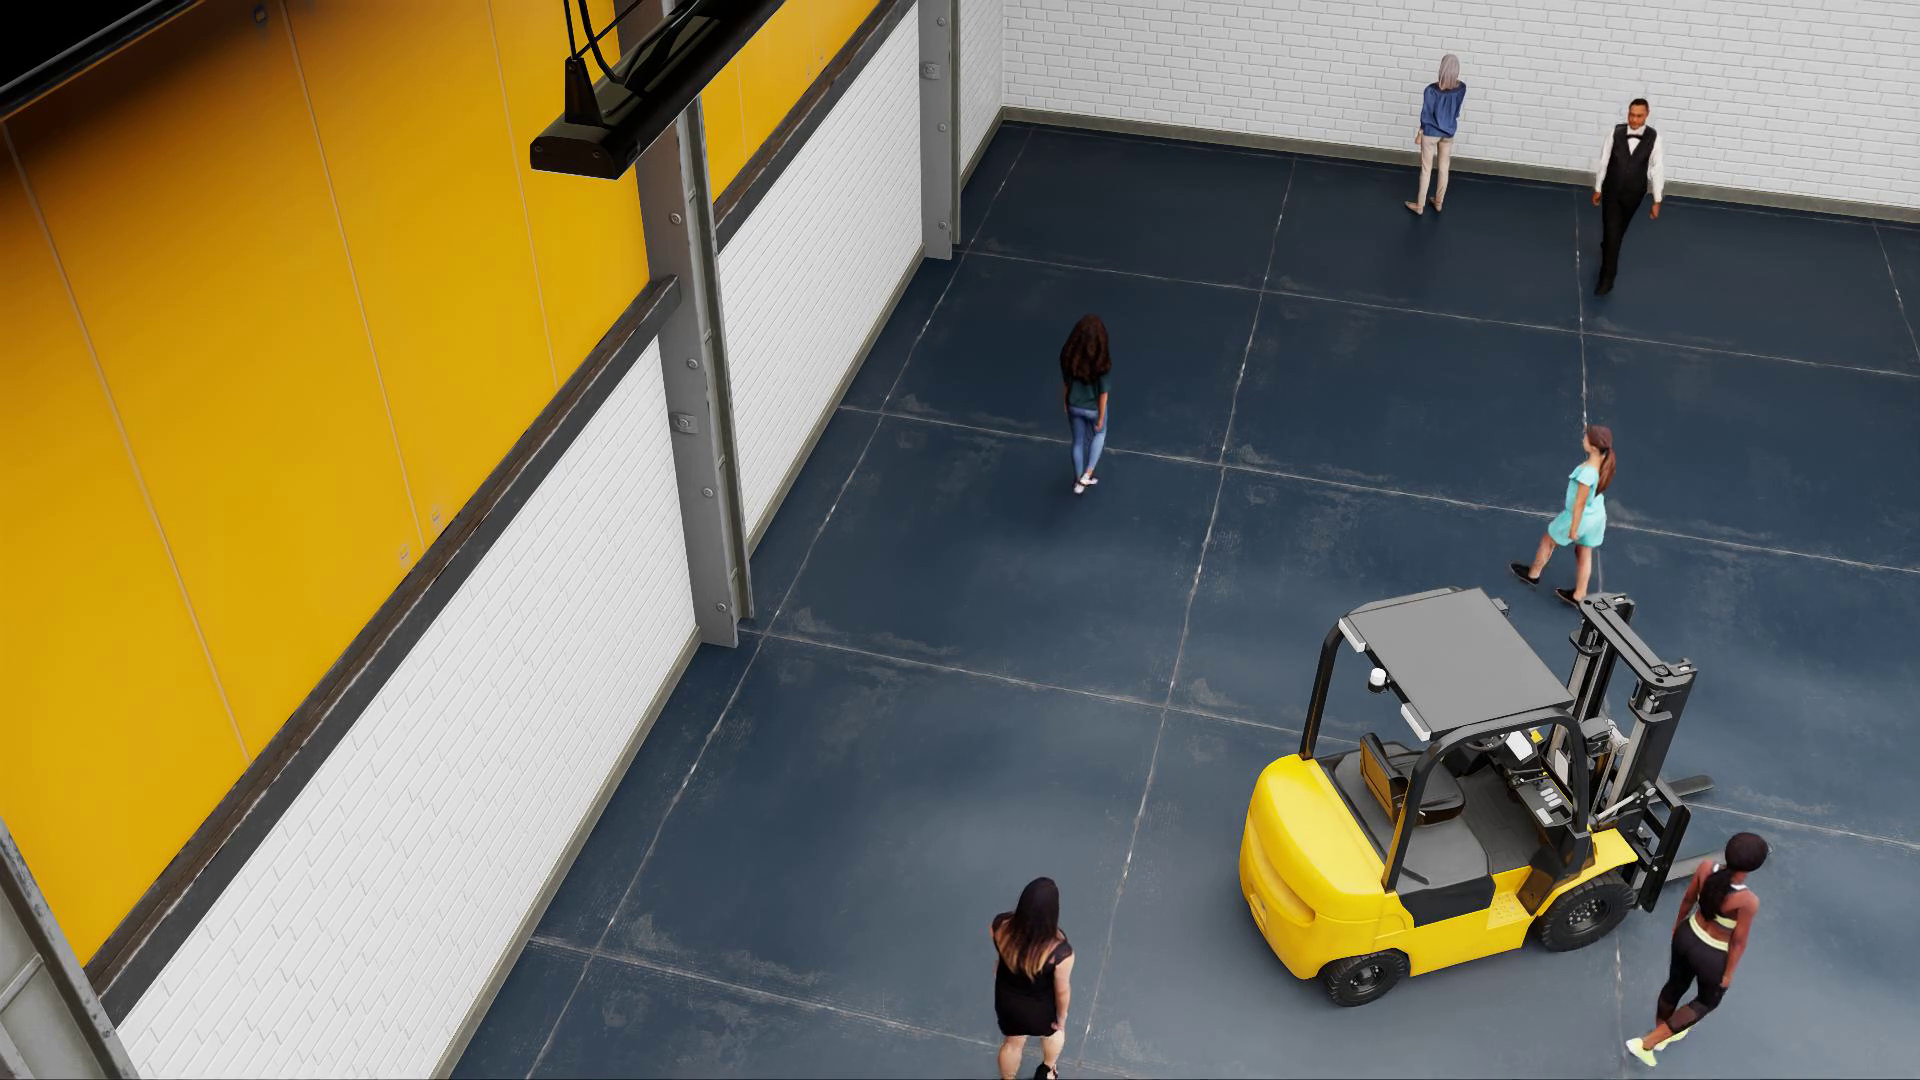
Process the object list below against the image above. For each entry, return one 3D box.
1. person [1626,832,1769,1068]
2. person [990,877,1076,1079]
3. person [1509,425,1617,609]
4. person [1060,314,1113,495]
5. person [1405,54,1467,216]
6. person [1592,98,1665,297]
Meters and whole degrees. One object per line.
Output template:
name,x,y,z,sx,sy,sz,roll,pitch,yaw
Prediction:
person,3.950,2.262,8.991,0.880,1.744,0.835,-16,41,-19
person,0.329,2.475,8.762,0.722,1.697,0.722,17,42,20
person,4.613,-0.130,12.154,0.879,1.535,0.902,-24,44,-27
person,0.972,-1.036,13.233,0.597,1.605,0.613,13,40,15
person,4.910,-4.165,17.077,0.709,1.697,0.730,-11,40,-13
person,6.365,-3.362,15.938,0.893,1.864,1.310,11,40,14
